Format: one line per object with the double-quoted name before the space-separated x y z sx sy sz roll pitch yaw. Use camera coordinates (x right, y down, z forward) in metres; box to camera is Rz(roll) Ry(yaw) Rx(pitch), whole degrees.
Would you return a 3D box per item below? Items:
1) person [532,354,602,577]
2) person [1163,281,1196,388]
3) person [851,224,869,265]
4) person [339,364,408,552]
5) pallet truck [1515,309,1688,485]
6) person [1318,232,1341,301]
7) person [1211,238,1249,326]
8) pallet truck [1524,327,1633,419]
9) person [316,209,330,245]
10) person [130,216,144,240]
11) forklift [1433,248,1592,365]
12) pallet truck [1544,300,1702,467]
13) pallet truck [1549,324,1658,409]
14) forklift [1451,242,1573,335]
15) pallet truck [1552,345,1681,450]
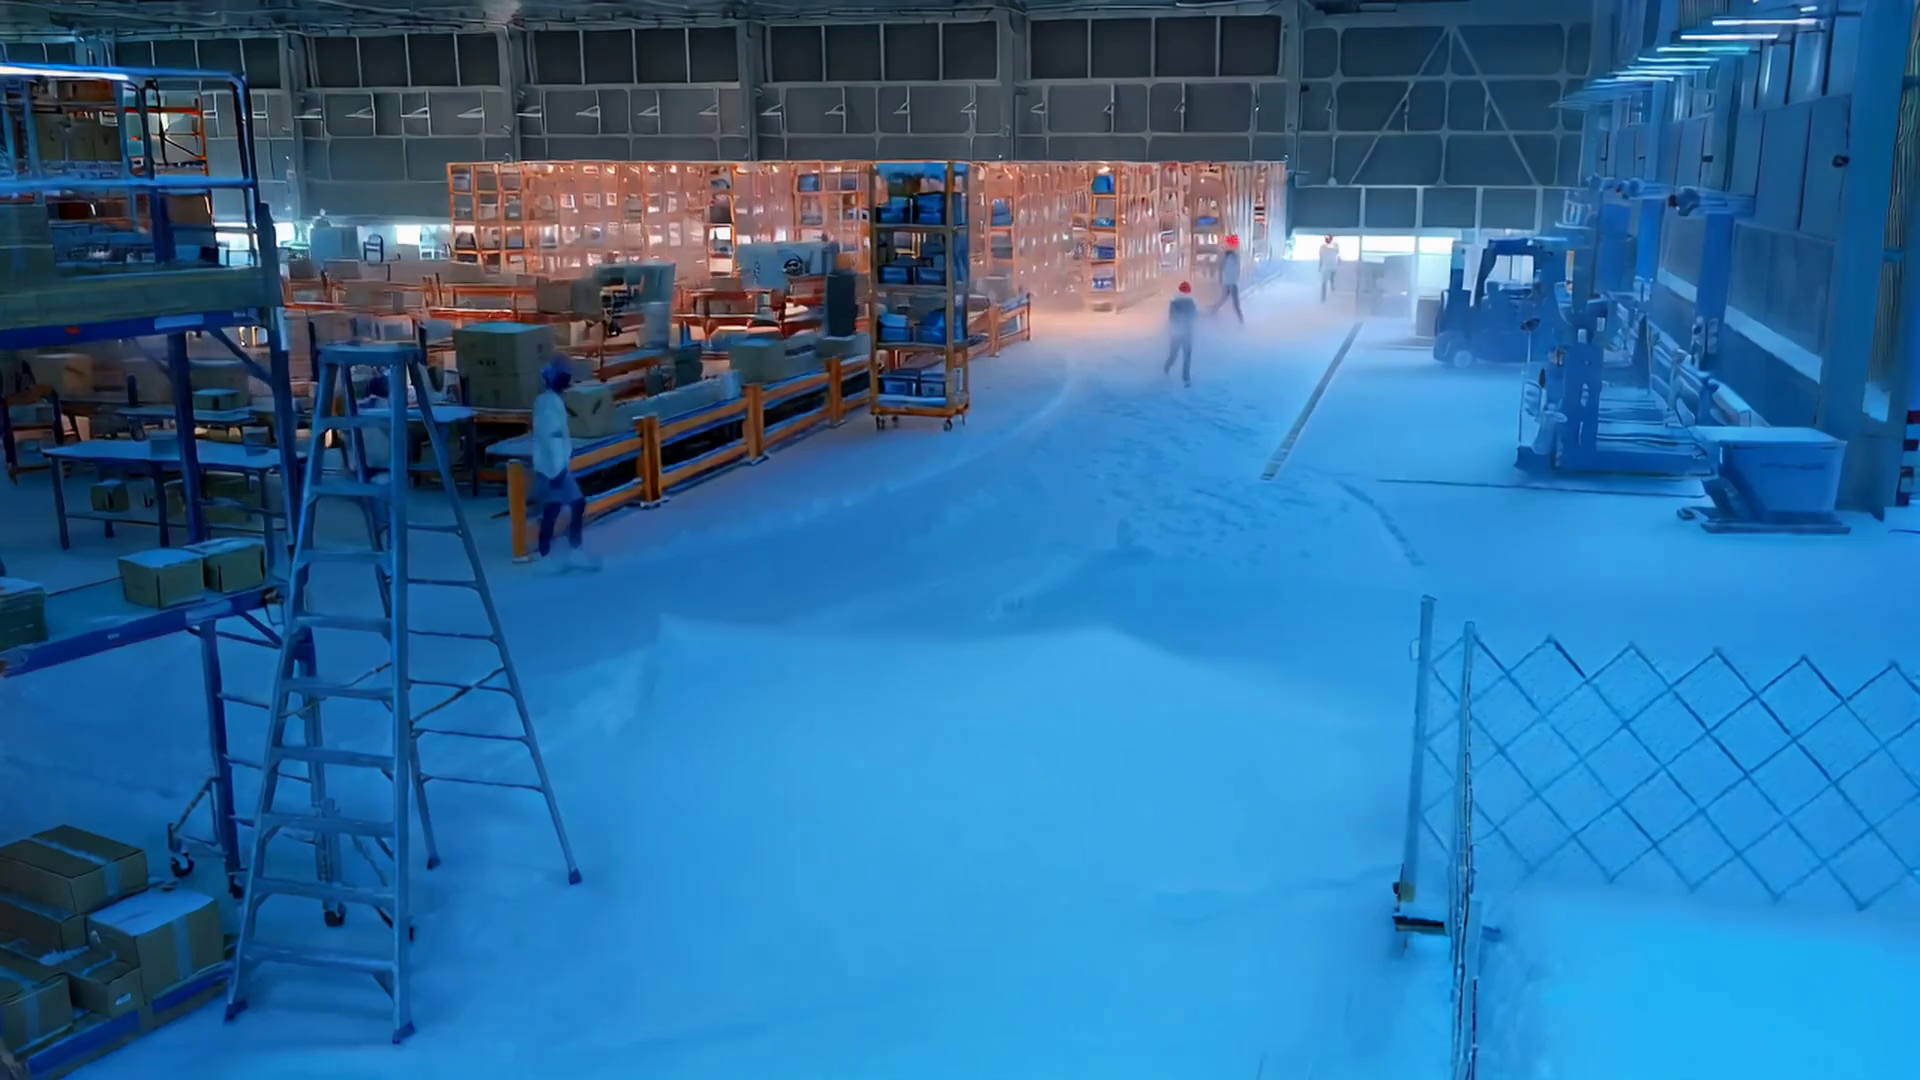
"person" -3.613 -0.674 15.098 0.718 2.001 0.643 -9 16 -33
"person" 3.611 -3.398 27.421 0.535 1.745 0.617 -4 14 -16
"person" -2.991 -8.561 49.567 0.587 1.821 0.404 -4 14 -16
"person" -5.462 -0.713 15.482 0.647 1.906 0.471 1 13 5
"pallet truck" 7.554 -1.677 19.446 1.885 1.965 0.823 3 13 14
"person" 9.706 -7.188 43.719 0.576 1.791 0.986 6 15 26
"person" 6.071 -5.800 37.356 0.981 1.956 0.622 9 16 34
"pallet truck" 9.065 -2.460 24.370 1.522 1.261 0.704 3 13 14
"person" -24.276 -11.721 63.392 0.514 1.733 0.572 11 17 39
"person" -28.391 -10.332 57.438 0.535 1.720 0.893 3 13 14
"forklift" 9.780 -4.111 29.280 2.680 1.987 1.157 3 13 14
"pallet truck" 8.263 -1.952 20.631 1.885 1.965 0.823 5 14 20
"pallet truck" 9.824 -2.669 25.407 1.601 1.201 0.680 4 14 16
"forklift" 10.464 -4.597 31.405 2.680 1.987 1.157 4 14 16
"pallet truck" 8.641 -1.896 21.908 1.630 1.274 0.653 4 14 16
